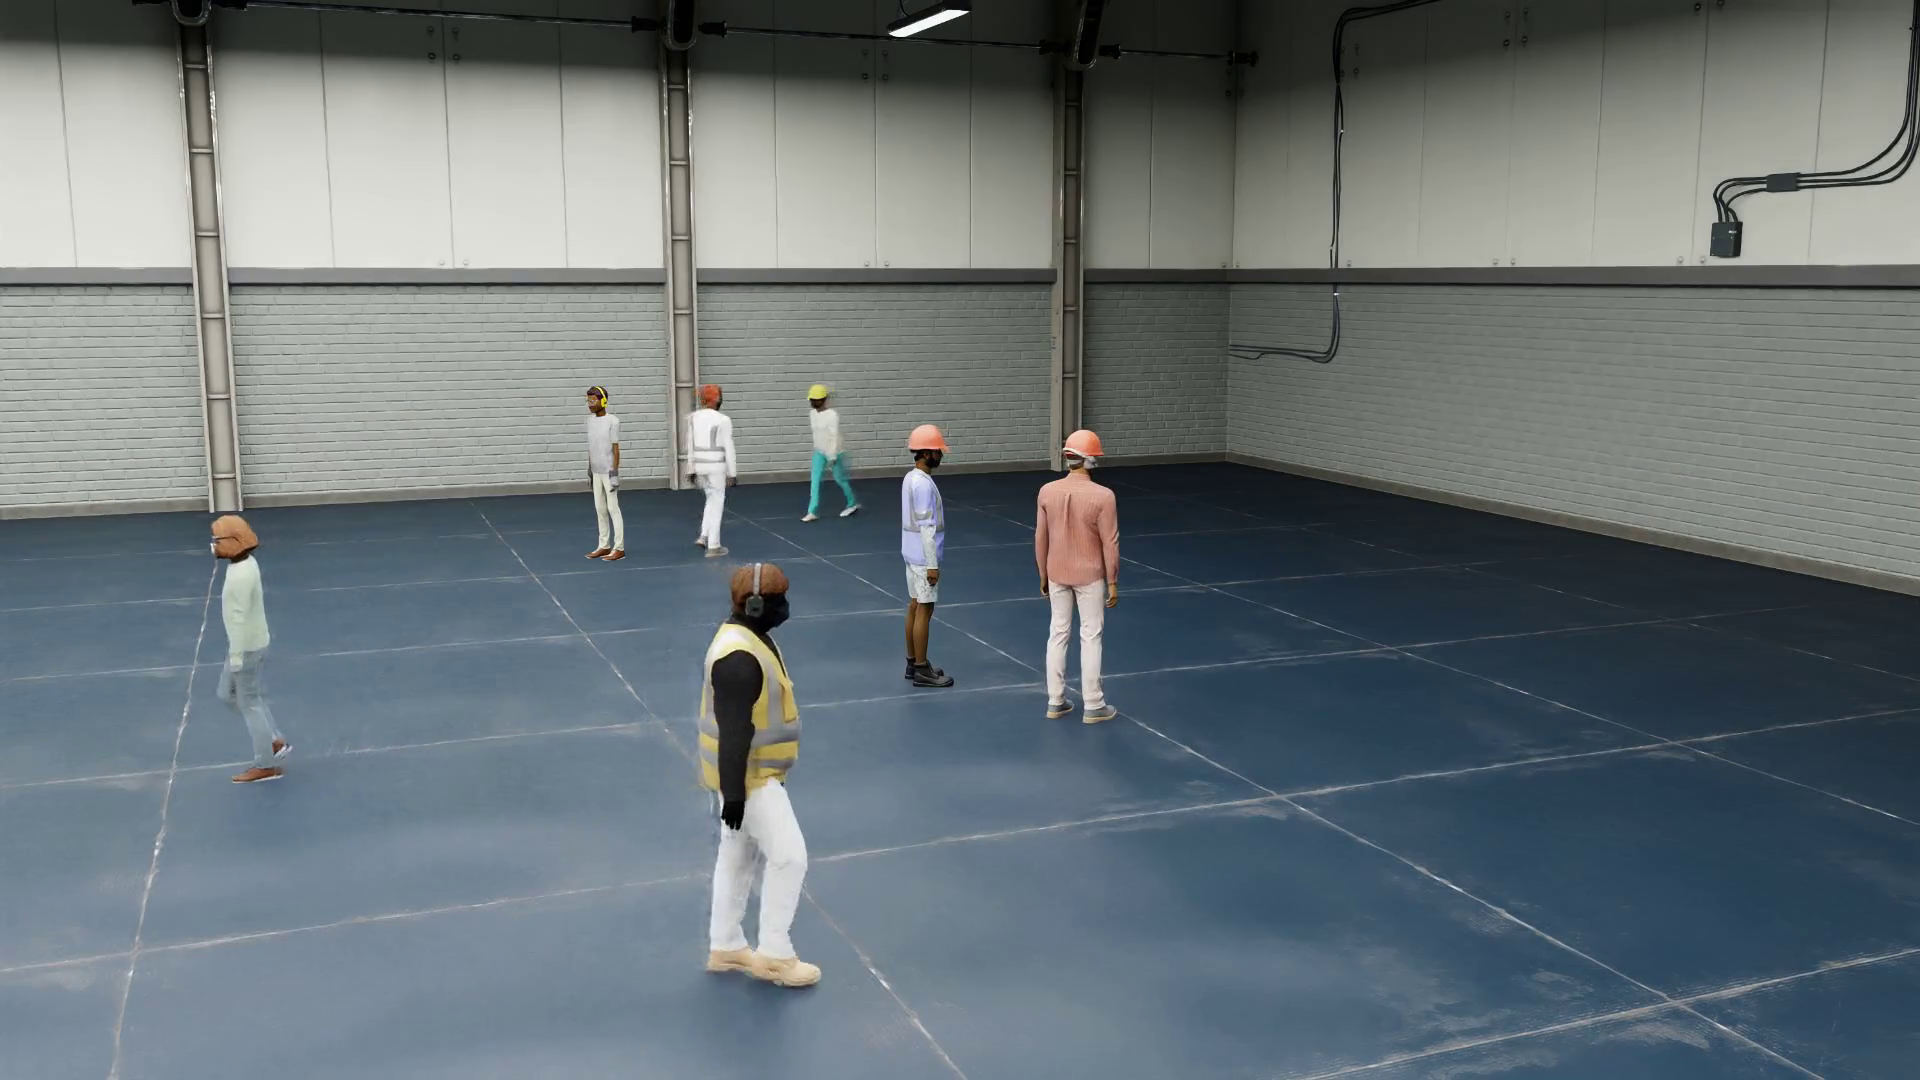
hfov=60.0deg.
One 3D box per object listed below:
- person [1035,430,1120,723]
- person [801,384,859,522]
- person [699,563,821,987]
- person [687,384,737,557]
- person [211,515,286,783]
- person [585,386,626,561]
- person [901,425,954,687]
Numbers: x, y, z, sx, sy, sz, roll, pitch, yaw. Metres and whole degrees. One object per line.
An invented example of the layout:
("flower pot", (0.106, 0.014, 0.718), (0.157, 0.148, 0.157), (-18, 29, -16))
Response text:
("person", (0.814, 0.244, 11.333), (0.621, 1.990, 0.396), (6, 11, 33))
("person", (-1.615, -1.098, 20.670), (0.521, 1.704, 0.905), (8, 12, 40))
("person", (-0.813, 0.999, 7.125), (0.650, 1.818, 0.655), (0, 9, -2))
("person", (-2.655, -0.751, 17.968), (0.611, 1.867, 0.437), (6, 11, 32))
("person", (-4.286, 0.653, 9.917), (0.360, 1.617, 0.528), (-3, 10, -19))
("person", (-3.807, -0.707, 17.733), (0.499, 1.860, 0.311), (7, 11, 37))
("person", (-0.252, 0.116, 12.304), (0.350, 1.941, 0.545), (-2, 9, -13))
